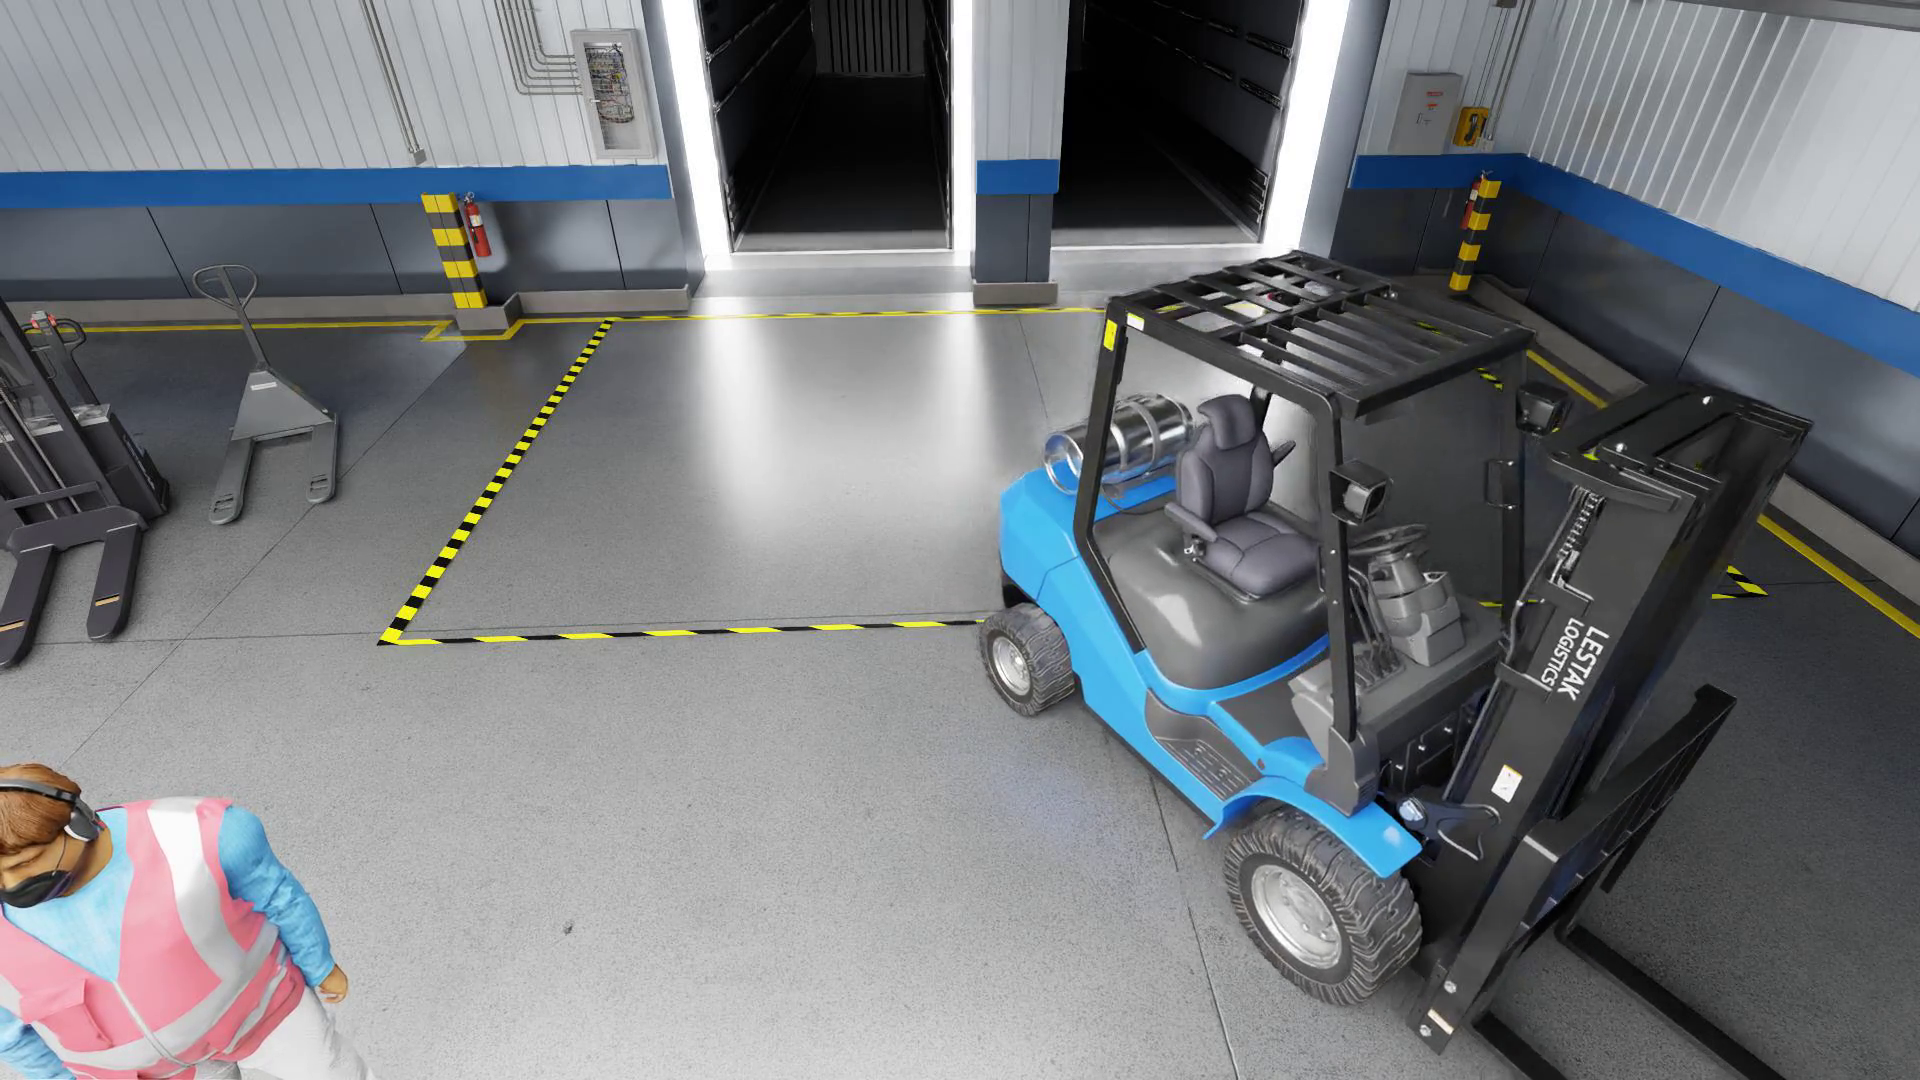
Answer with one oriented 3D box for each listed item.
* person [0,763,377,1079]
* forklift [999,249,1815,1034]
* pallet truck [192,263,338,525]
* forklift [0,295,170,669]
[{"bbox_3d":[-1.944,1.237,2.348,0.633,1.841,0.429,-22,40,-28],"label":"person"},{"bbox_3d":[1.270,0.063,3.589,1.157,2.036,2.680,-21,40,-27],"label":"forklift"},{"bbox_3d":[-4.778,-1.027,6.128,0.680,1.201,1.601,-17,38,-23],"label":"pallet truck"},{"bbox_3d":[-5.212,-0.618,4.878,0.823,1.965,1.885,-20,39,-26],"label":"forklift"}]
